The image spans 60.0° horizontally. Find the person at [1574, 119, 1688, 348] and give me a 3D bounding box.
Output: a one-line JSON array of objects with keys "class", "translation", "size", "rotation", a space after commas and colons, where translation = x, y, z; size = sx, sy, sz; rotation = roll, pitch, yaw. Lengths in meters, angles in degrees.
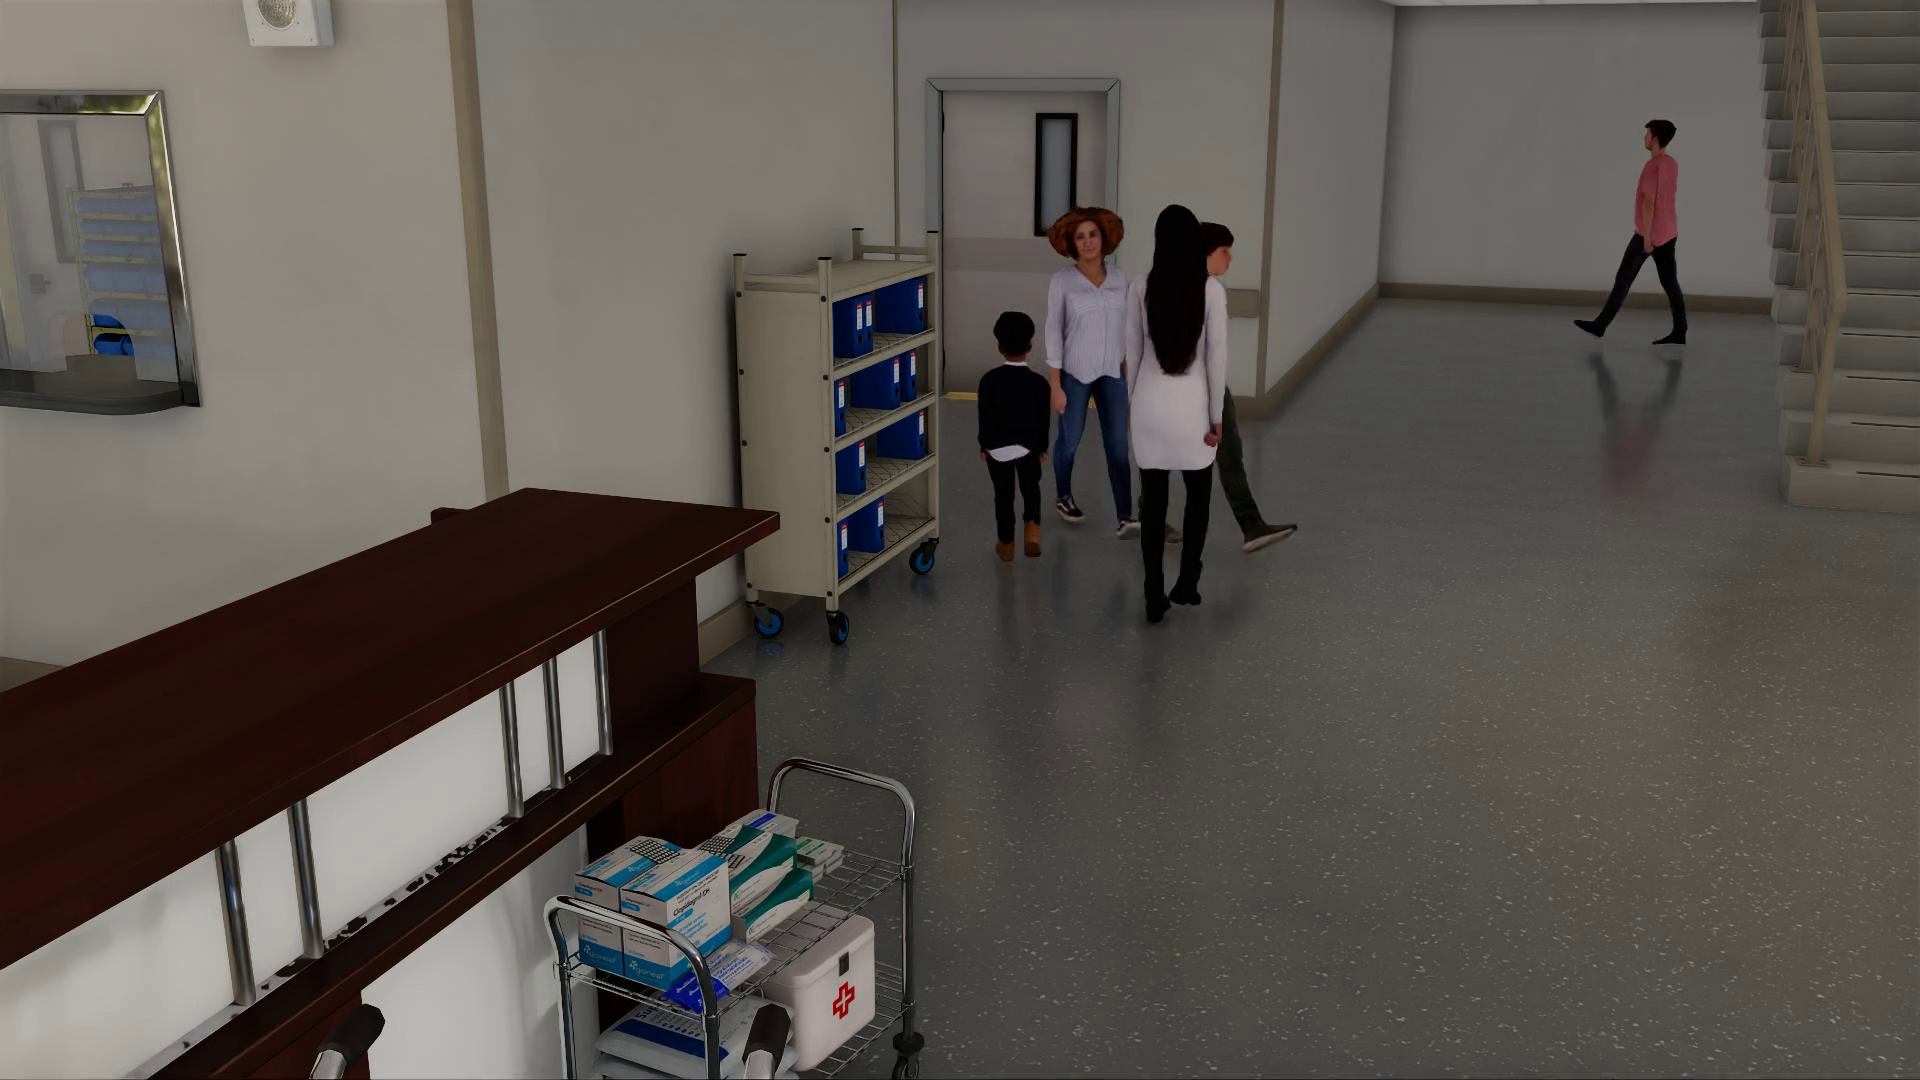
[{"class": "person", "translation": [6.051, -2.581, 14.262], "size": [1.213, 1.914, 1.080], "rotation": [-13, 20, -39]}]

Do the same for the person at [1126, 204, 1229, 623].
[{"class": "person", "translation": [0.879, -0.507, 7.134], "size": [0.613, 1.790, 0.598], "rotation": [5, 17, 18]}]

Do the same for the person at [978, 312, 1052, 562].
[{"class": "person", "translation": [0.269, -0.477, 8.011], "size": [0.629, 1.217, 0.701], "rotation": [-2, 16, -8]}]

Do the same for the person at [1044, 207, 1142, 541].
[{"class": "person", "translation": [0.628, -0.851, 8.589], "size": [1.062, 1.662, 1.221], "rotation": [-5, 16, -17]}]

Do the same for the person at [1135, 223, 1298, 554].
[{"class": "person", "translation": [1.094, -0.721, 8.214], "size": [0.843, 1.616, 1.087], "rotation": [10, 19, 33]}]
